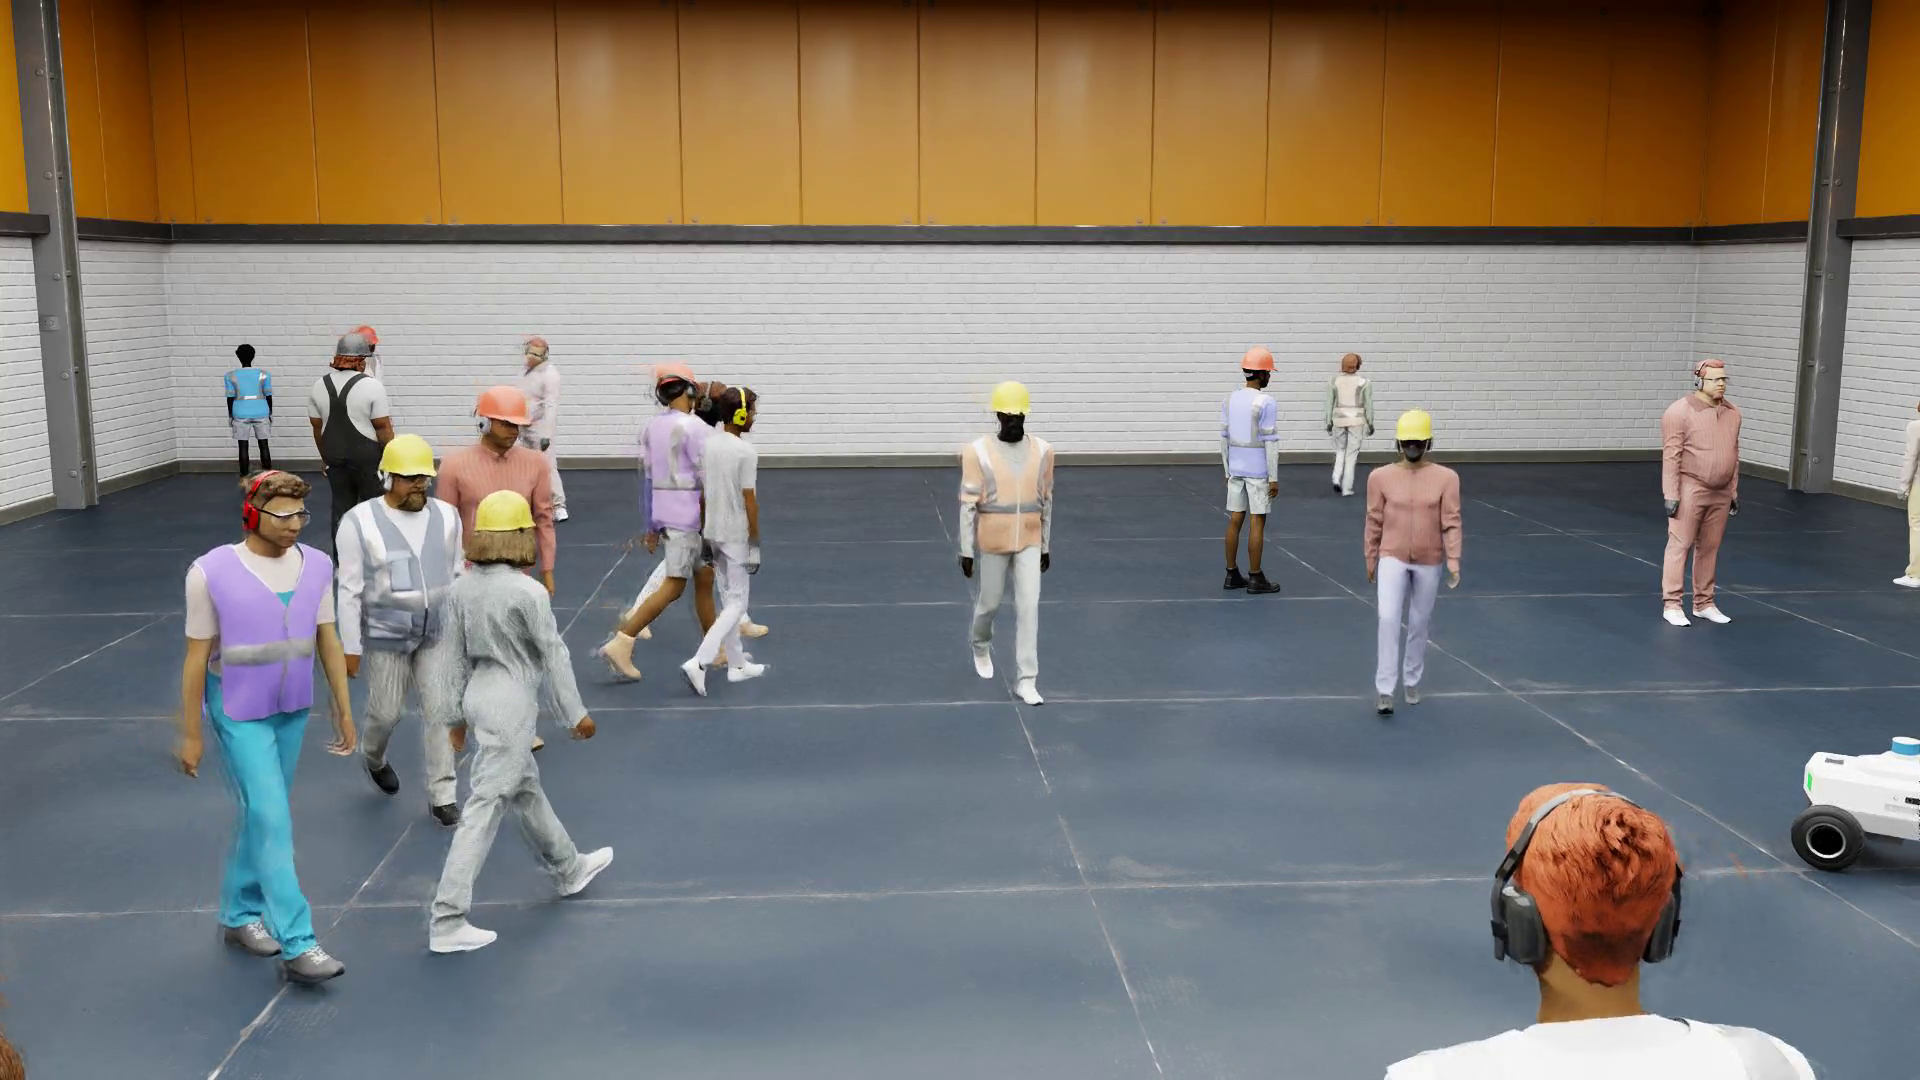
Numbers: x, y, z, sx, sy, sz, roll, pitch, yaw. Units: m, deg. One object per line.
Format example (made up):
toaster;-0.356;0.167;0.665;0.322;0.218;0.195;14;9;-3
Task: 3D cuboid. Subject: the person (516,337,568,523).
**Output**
person;-4.286;-1.103;16.829;0.411;1.874;0.733;-8;12;-42

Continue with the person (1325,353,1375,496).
person;4.424;-1.302;18.828;0.527;1.623;0.383;6;11;34

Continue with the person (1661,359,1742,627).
person;5.320;-0.337;11.898;0.641;1.908;0.407;-3;10;-19

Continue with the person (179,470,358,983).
person;-2.402;0.659;5.950;0.878;1.801;0.586;5;10;28

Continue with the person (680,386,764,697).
person;-1.403;0.014;9.978;0.535;1.873;0.726;8;12;40

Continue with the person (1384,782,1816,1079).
person;0.768;1.215;2.288;0.612;1.856;0.802;-1;9;-8

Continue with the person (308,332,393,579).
person;-4.940;-0.691;13.699;0.689;2.000;0.539;2;9;13

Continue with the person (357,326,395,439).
person;-6.963;-1.582;19.736;0.753;1.894;0.557;5;10;27

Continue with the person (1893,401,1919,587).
person;7.778;-0.430;13.333;0.507;1.633;0.276;-1;9;-4

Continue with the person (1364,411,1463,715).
person;2.572;0.143;9.441;0.528;1.734;0.845;1;9;9

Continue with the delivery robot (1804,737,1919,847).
delivery robot;3.953;1.073;6.981;0.707;0.478;0.477;7;11;36

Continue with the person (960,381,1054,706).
person;0.268;-0.019;9.965;0.599;1.891;0.921;-3;9;-16

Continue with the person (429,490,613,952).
person;-1.692;0.656;6.331;0.498;1.683;0.935;7;11;38

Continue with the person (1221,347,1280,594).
person;2.313;-0.546;13.114;0.372;1.935;0.551;-7;11;-36

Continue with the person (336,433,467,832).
person;-2.555;0.397;7.622;0.619;1.803;0.774;-7;12;-39

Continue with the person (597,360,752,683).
person;-1.812;-0.120;10.325;1.003;1.978;0.639;-6;11;-33

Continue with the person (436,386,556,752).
person;-2.477;0.142;8.858;0.621;1.936;1.039;-8;12;-40

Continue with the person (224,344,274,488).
person;-8.345;-1.455;19.565;0.535;1.699;0.318;-5;10;-28

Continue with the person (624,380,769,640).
person;-1.851;-0.201;11.452;0.945;1.801;0.638;3;9;16
